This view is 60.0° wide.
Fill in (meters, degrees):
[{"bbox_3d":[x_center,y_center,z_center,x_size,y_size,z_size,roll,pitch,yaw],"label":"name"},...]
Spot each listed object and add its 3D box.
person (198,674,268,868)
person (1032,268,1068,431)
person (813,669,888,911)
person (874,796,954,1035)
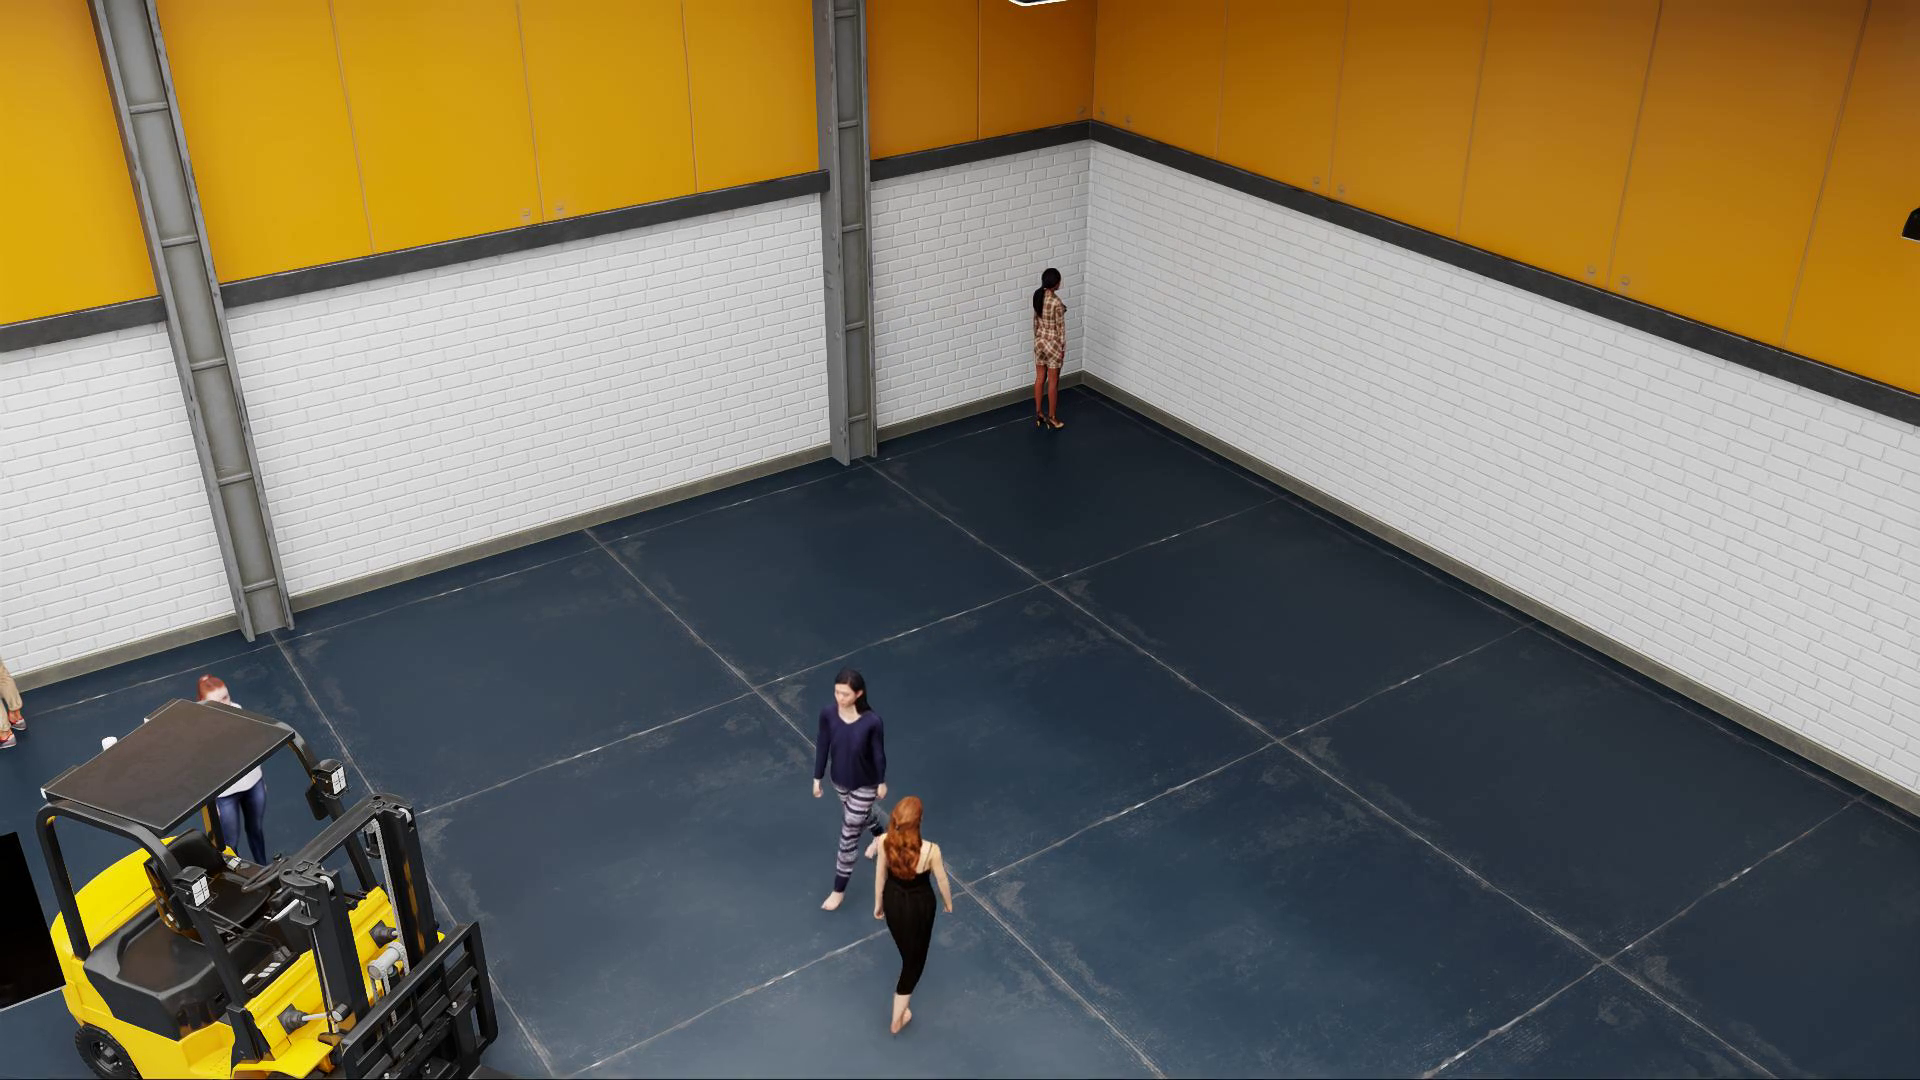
[{"bbox_3d":[-4.818,1.644,11.034,0.693,1.738,0.572,18,33,30],"label":"person"},{"bbox_3d":[0.944,-2.035,17.724,0.580,1.793,0.604,-23,36,-36],"label":"person"},{"bbox_3d":[-0.681,1.572,11.220,0.975,1.687,1.192,13,31,22],"label":"person"},{"bbox_3d":[-0.341,2.285,10.019,0.965,1.587,1.113,10,30,17],"label":"person"}]
